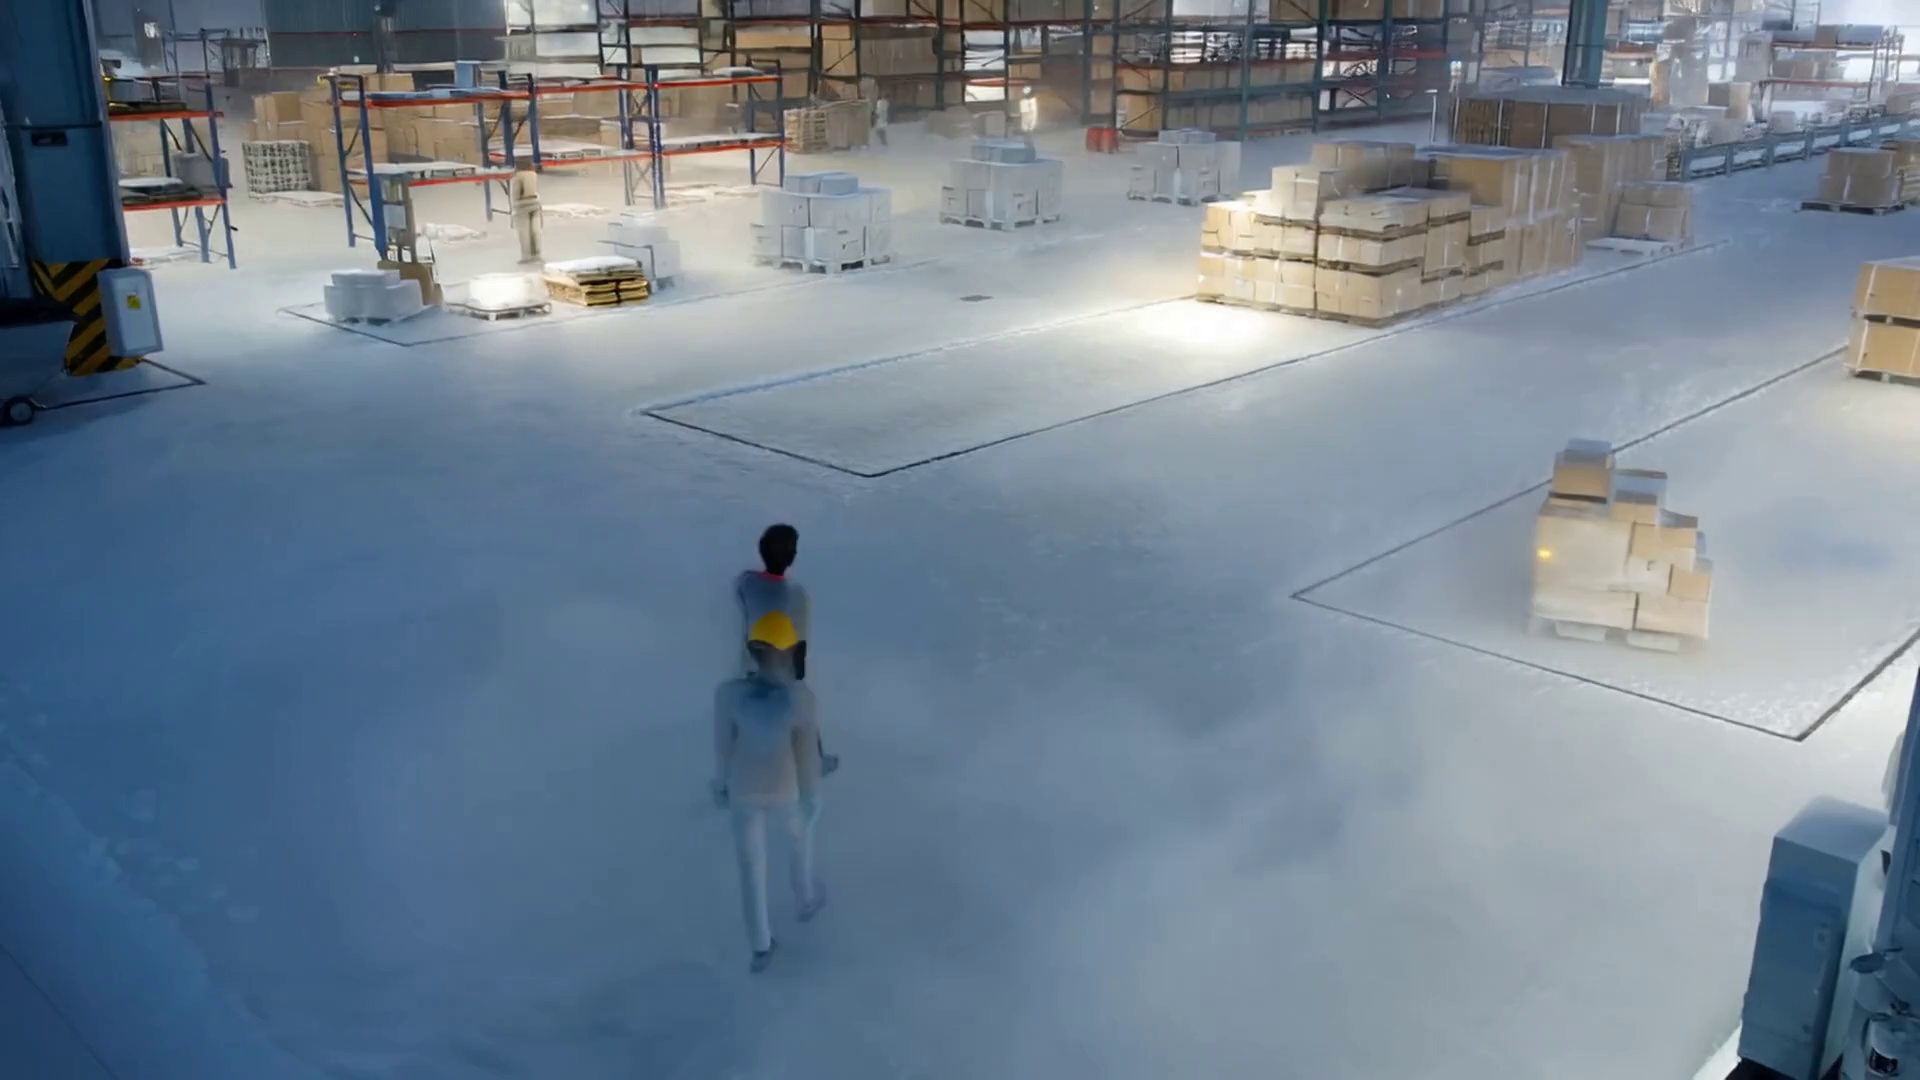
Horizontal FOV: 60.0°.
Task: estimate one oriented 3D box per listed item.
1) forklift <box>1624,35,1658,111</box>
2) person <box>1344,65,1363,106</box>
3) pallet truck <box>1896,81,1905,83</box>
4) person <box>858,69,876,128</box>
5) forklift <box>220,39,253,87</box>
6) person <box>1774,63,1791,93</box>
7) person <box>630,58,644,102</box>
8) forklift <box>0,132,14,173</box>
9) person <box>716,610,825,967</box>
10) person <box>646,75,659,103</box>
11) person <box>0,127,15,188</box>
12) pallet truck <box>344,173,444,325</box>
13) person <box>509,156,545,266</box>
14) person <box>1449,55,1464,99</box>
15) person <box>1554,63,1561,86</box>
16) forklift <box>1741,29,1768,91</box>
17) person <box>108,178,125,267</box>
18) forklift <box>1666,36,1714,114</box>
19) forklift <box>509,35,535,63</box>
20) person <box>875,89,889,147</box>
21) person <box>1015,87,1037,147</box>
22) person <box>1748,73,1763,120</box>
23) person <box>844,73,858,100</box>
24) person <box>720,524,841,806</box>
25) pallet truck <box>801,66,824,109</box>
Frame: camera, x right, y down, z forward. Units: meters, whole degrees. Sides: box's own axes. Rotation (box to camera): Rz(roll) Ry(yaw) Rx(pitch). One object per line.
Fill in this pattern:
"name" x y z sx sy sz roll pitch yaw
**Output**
"forklift" 25.736 -17.745 63.246 1.129 2.768 1.873 17 25 41
"person" 15.884 -18.302 66.917 0.806 1.604 0.515 12 22 33
"pallet truck" 34.802 -16.331 61.455 0.653 1.274 1.630 17 25 41
"person" -3.133 -14.882 56.095 0.629 1.937 0.379 5 19 15
"forklift" -25.485 -16.302 58.898 1.873 2.768 1.129 17 25 41
"person" 31.587 -17.428 63.879 0.597 1.887 1.075 8 20 22
"person" -12.566 -17.701 64.582 1.030 1.954 0.602 -16 24 -40
"forklift" -24.027 -10.894 42.604 1.129 2.768 1.873 17 25 41
"person" -0.904 1.151 8.090 0.529 1.741 0.743 2 18 6
"person" -9.877 -13.993 53.455 0.391 1.913 0.587 8 20 22
"person" -22.191 -8.933 38.244 1.002 1.900 0.644 13 22 34
"pallet truck" -8.209 -4.181 23.757 0.823 1.965 1.885 3 19 9
"person" -7.362 -5.579 28.237 0.431 1.835 0.624 16 24 39
"person" 21.176 -19.757 70.939 0.607 1.831 0.444 12 22 33
"person" 22.763 -17.172 63.088 0.456 1.879 0.698 -8 20 -22
"forklift" 34.886 -21.069 73.261 1.129 2.768 1.873 11 21 29
"person" -12.695 -4.467 24.831 0.677 1.861 0.598 -10 21 -27
"forklift" 27.341 -17.291 61.877 1.129 2.768 1.873 17 25 41
"forklift" -16.798 -18.035 64.120 1.873 2.768 1.129 17 25 41
"person" -2.286 -12.491 49.293 0.538 1.681 0.562 -17 25 -41
"person" 1.908 -11.882 47.152 0.542 1.890 1.018 11 21 29
"person" 28.130 -15.735 59.078 0.742 1.667 0.547 -3 19 -8
"person" -3.519 -14.027 53.524 0.885 1.942 0.613 16 24 39
"person" -1.066 0.704 9.570 0.528 1.655 0.864 11 21 30
"pallet truck" -4.812 -15.182 56.903 0.823 1.965 1.885 -9 21 -26
